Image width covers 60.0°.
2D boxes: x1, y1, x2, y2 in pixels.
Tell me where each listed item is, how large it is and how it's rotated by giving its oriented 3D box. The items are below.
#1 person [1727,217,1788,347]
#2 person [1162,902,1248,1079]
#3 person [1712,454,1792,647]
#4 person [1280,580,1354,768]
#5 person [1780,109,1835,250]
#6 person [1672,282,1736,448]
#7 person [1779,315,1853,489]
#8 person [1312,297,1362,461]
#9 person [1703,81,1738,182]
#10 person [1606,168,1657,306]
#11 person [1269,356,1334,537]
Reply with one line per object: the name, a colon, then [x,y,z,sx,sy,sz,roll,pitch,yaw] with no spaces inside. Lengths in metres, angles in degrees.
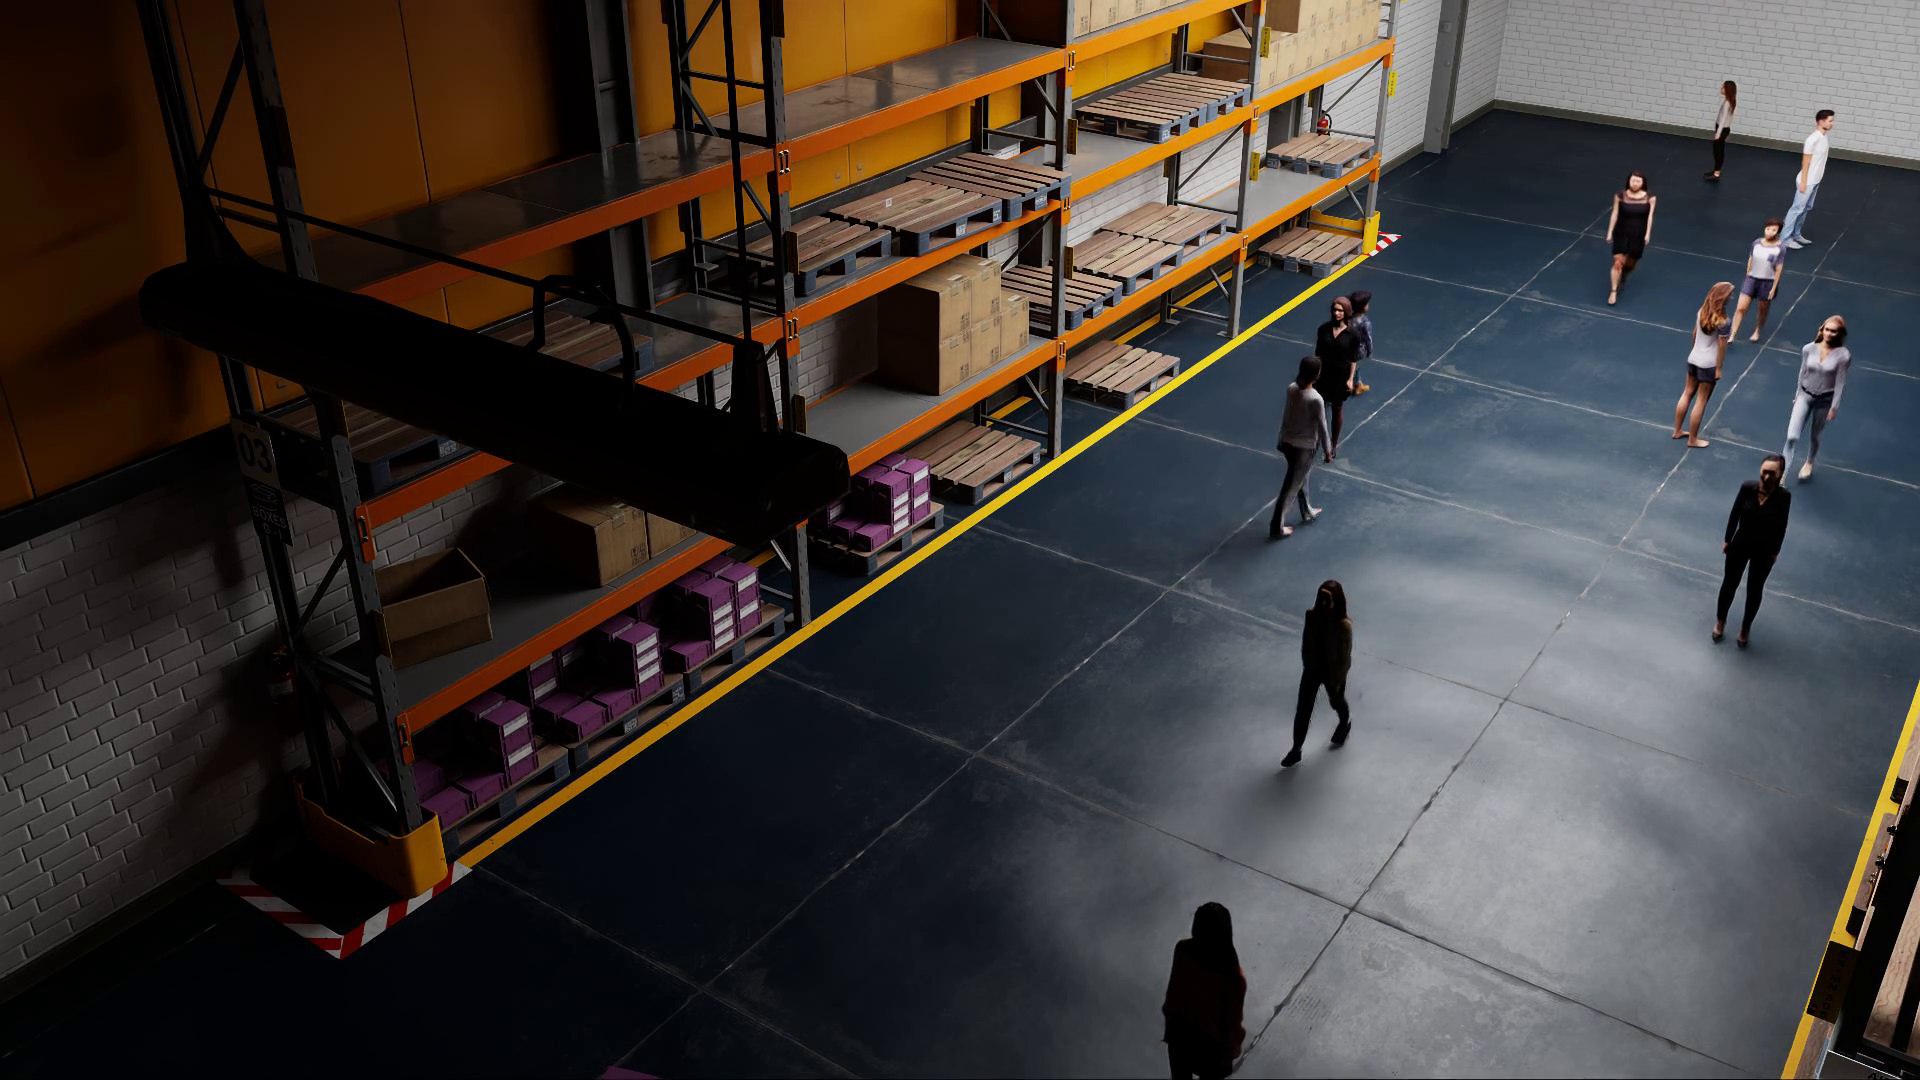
person: [9.333,-3.008,19.318,0.599,1.525,0.991,22,35,34]
person: [1.264,2.615,8.713,0.633,1.811,0.556,23,36,36]
person: [6.408,0.080,13.465,0.570,1.710,0.472,18,33,29]
person: [2.717,0.941,12.163,0.666,1.444,1.026,24,37,36]
person: [11.418,-4.867,22.376,0.564,1.861,0.771,-25,37,-38]
person: [7.545,-1.793,16.877,0.724,1.730,0.682,-8,30,-14]
person: [8.262,-1.318,15.993,0.757,1.744,1.201,25,37,38]
person: [3.724,-1.625,16.595,0.609,1.706,0.532,14,32,24]
person: [11.579,-6.207,25.228,0.622,1.481,0.427,15,32,25]
person: [8.232,-3.745,20.485,0.770,1.702,0.890,10,30,18]
person: [3.000,-0.810,15.057,1.024,1.748,0.869,-15,32,-26]
